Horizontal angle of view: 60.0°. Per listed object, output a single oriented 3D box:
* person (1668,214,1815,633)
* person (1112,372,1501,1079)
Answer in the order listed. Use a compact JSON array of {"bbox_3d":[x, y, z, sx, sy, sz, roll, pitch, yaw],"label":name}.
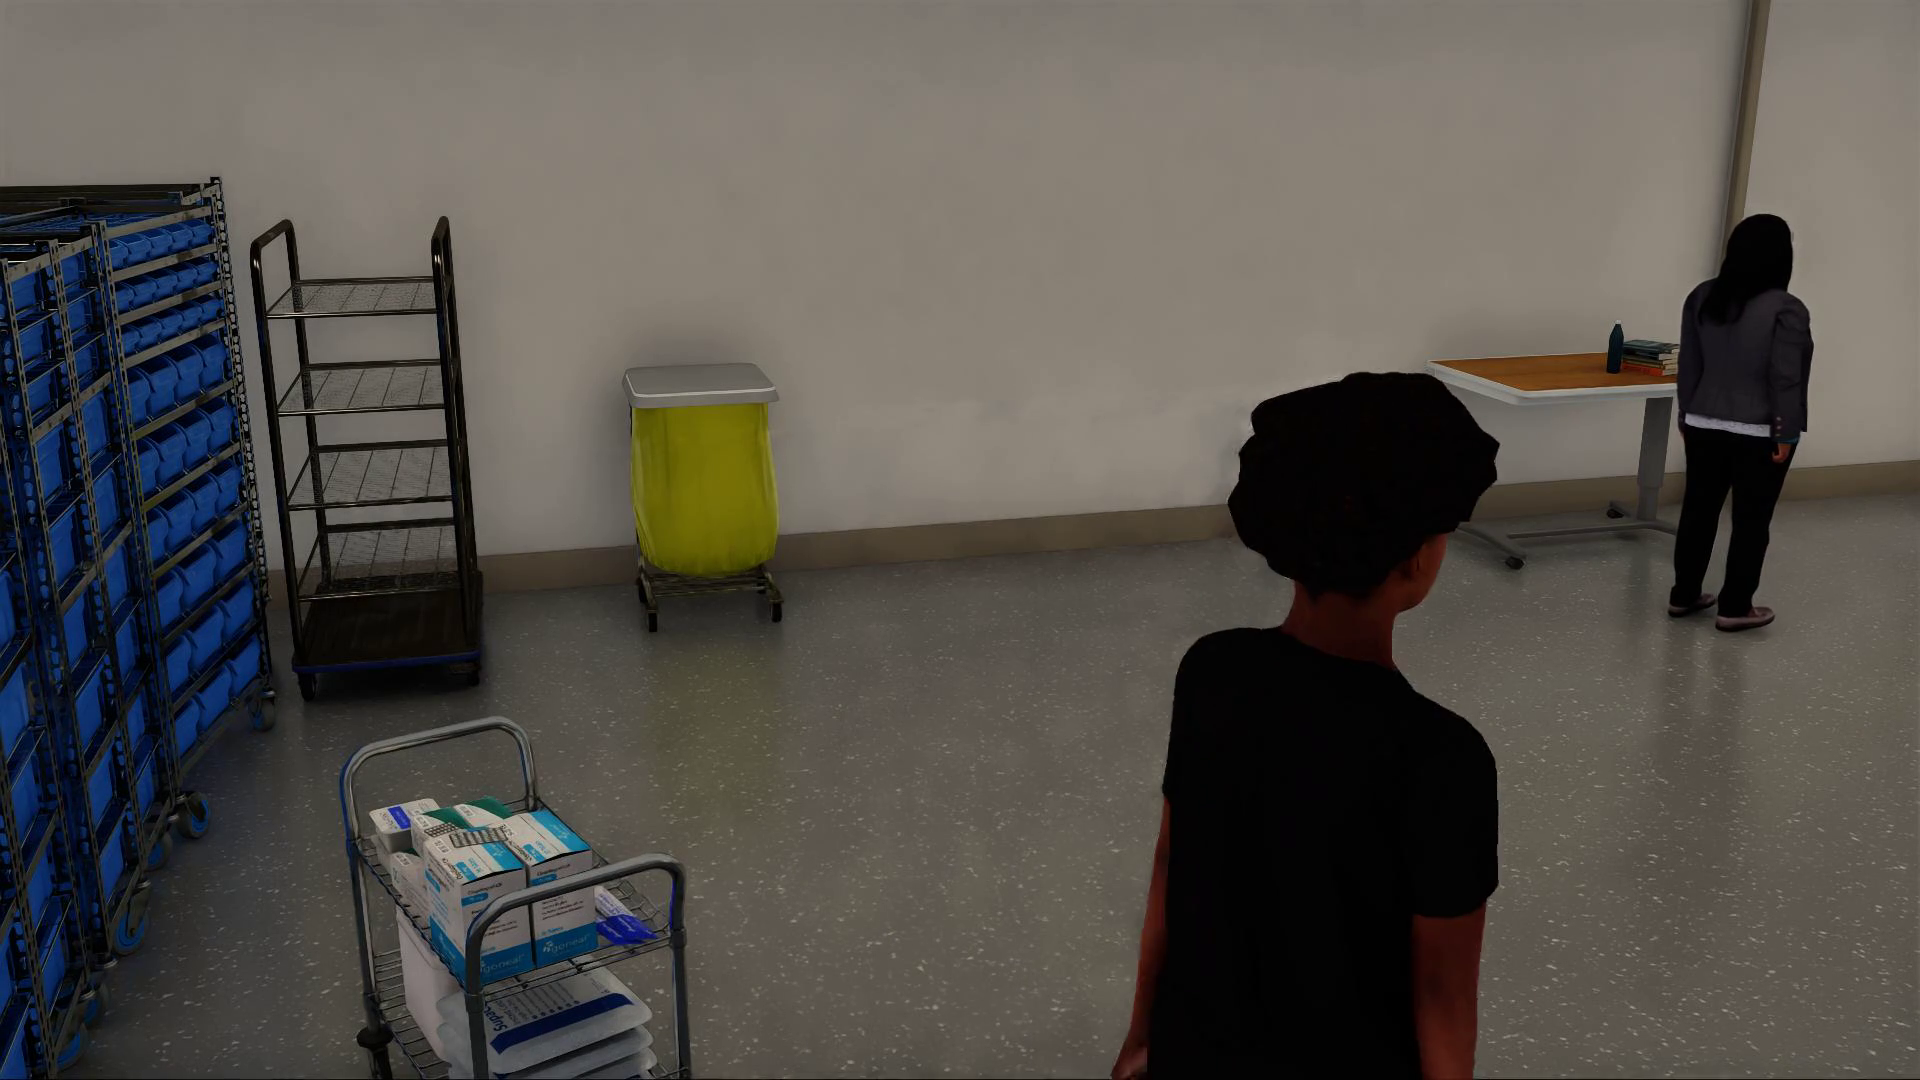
[{"bbox_3d":[3.000,-0.447,6.413,0.747,1.597,0.745,-9,18,-29],"label":"person"},{"bbox_3d":[0.341,0.698,2.019,0.897,1.779,0.819,-12,20,-37],"label":"person"}]
